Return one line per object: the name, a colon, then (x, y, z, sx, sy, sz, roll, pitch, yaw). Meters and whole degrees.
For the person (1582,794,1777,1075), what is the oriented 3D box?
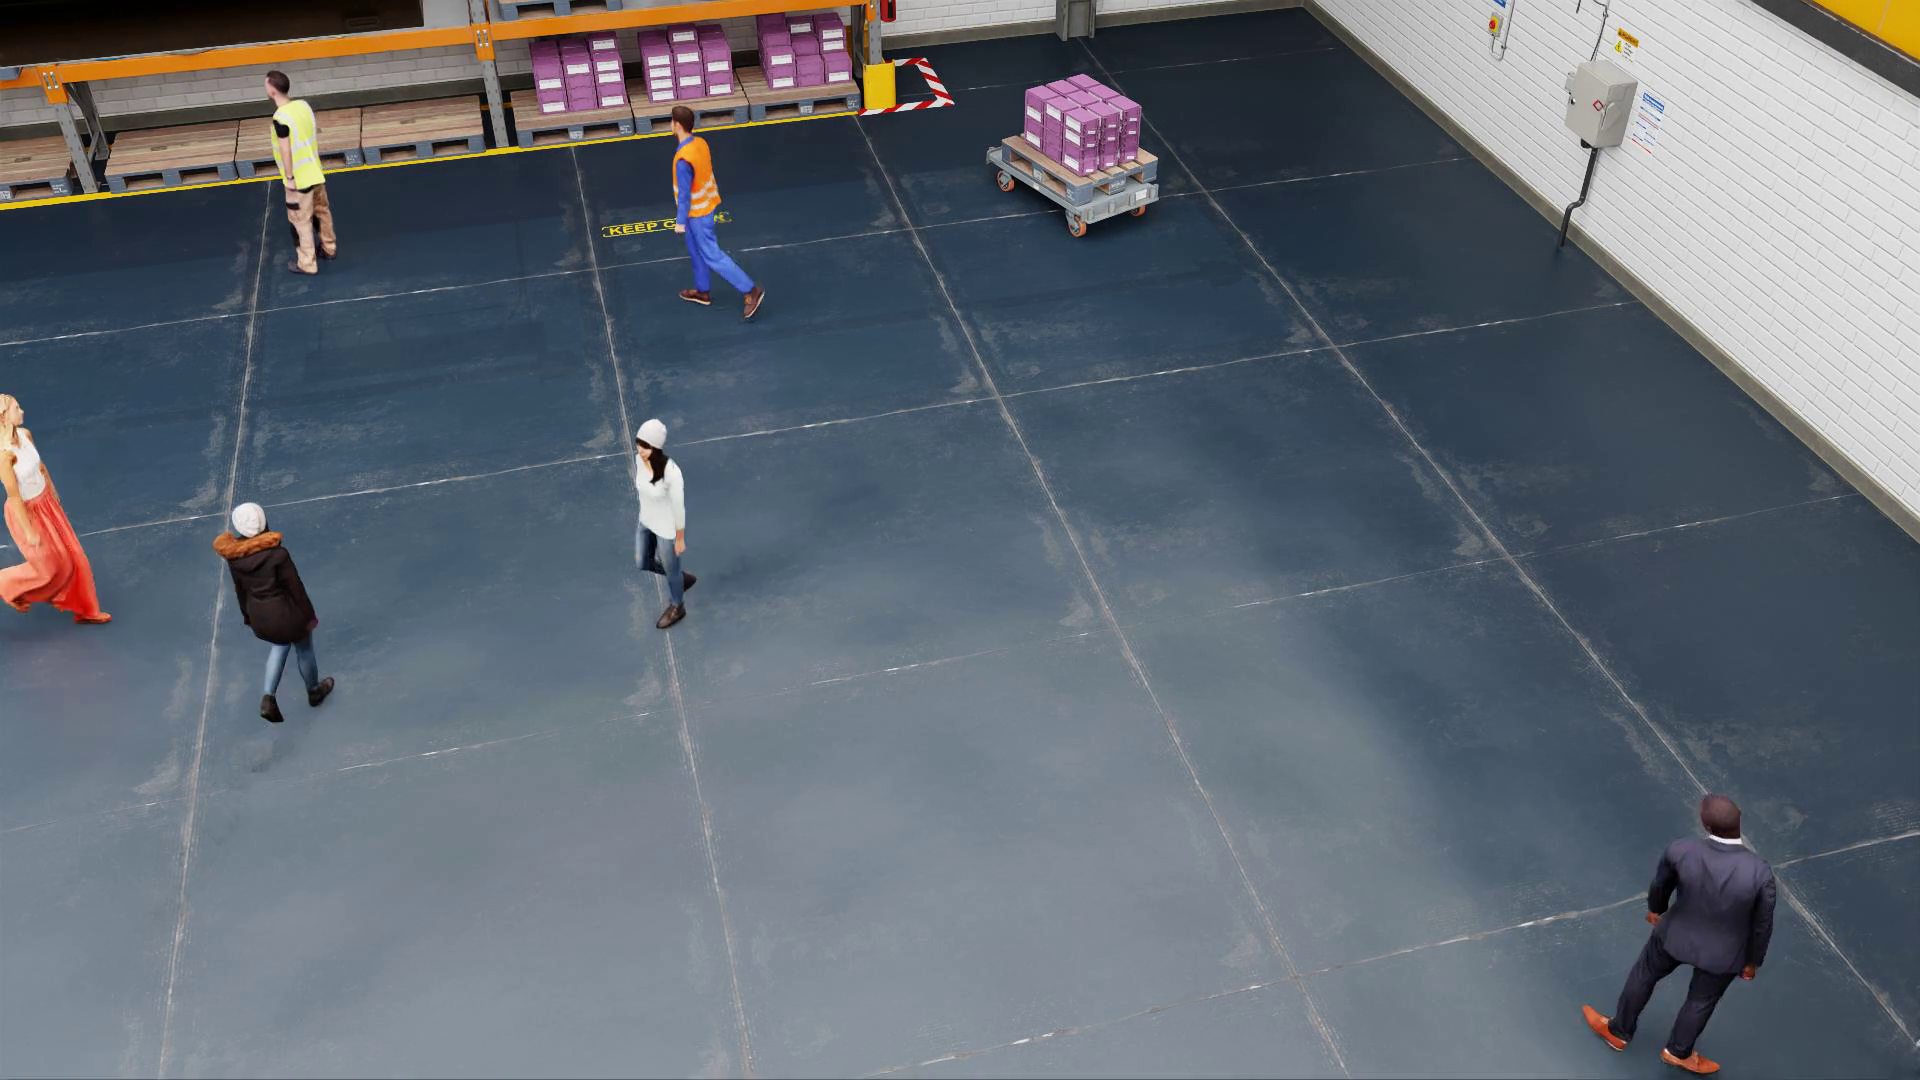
person: (3.708, 2.020, 8.229, 0.866, 1.790, 0.913, -23, 44, -26)

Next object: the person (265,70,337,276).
person: (-5.844, -3.285, 14.835, 0.931, 1.837, 0.899, 7, 39, 9)

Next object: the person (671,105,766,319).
person: (-2.155, -2.790, 14.216, 1.133, 1.835, 0.916, -1, 39, -1)

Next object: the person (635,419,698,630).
person: (-1.928, -0.144, 11.058, 0.743, 1.642, 0.798, 28, 46, 30)

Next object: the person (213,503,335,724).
person: (-4.246, 0.494, 10.276, 0.896, 1.620, 0.883, 7, 39, 9)

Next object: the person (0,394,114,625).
person: (-6.181, -0.148, 10.951, 0.980, 1.781, 0.783, 0, 39, 0)
